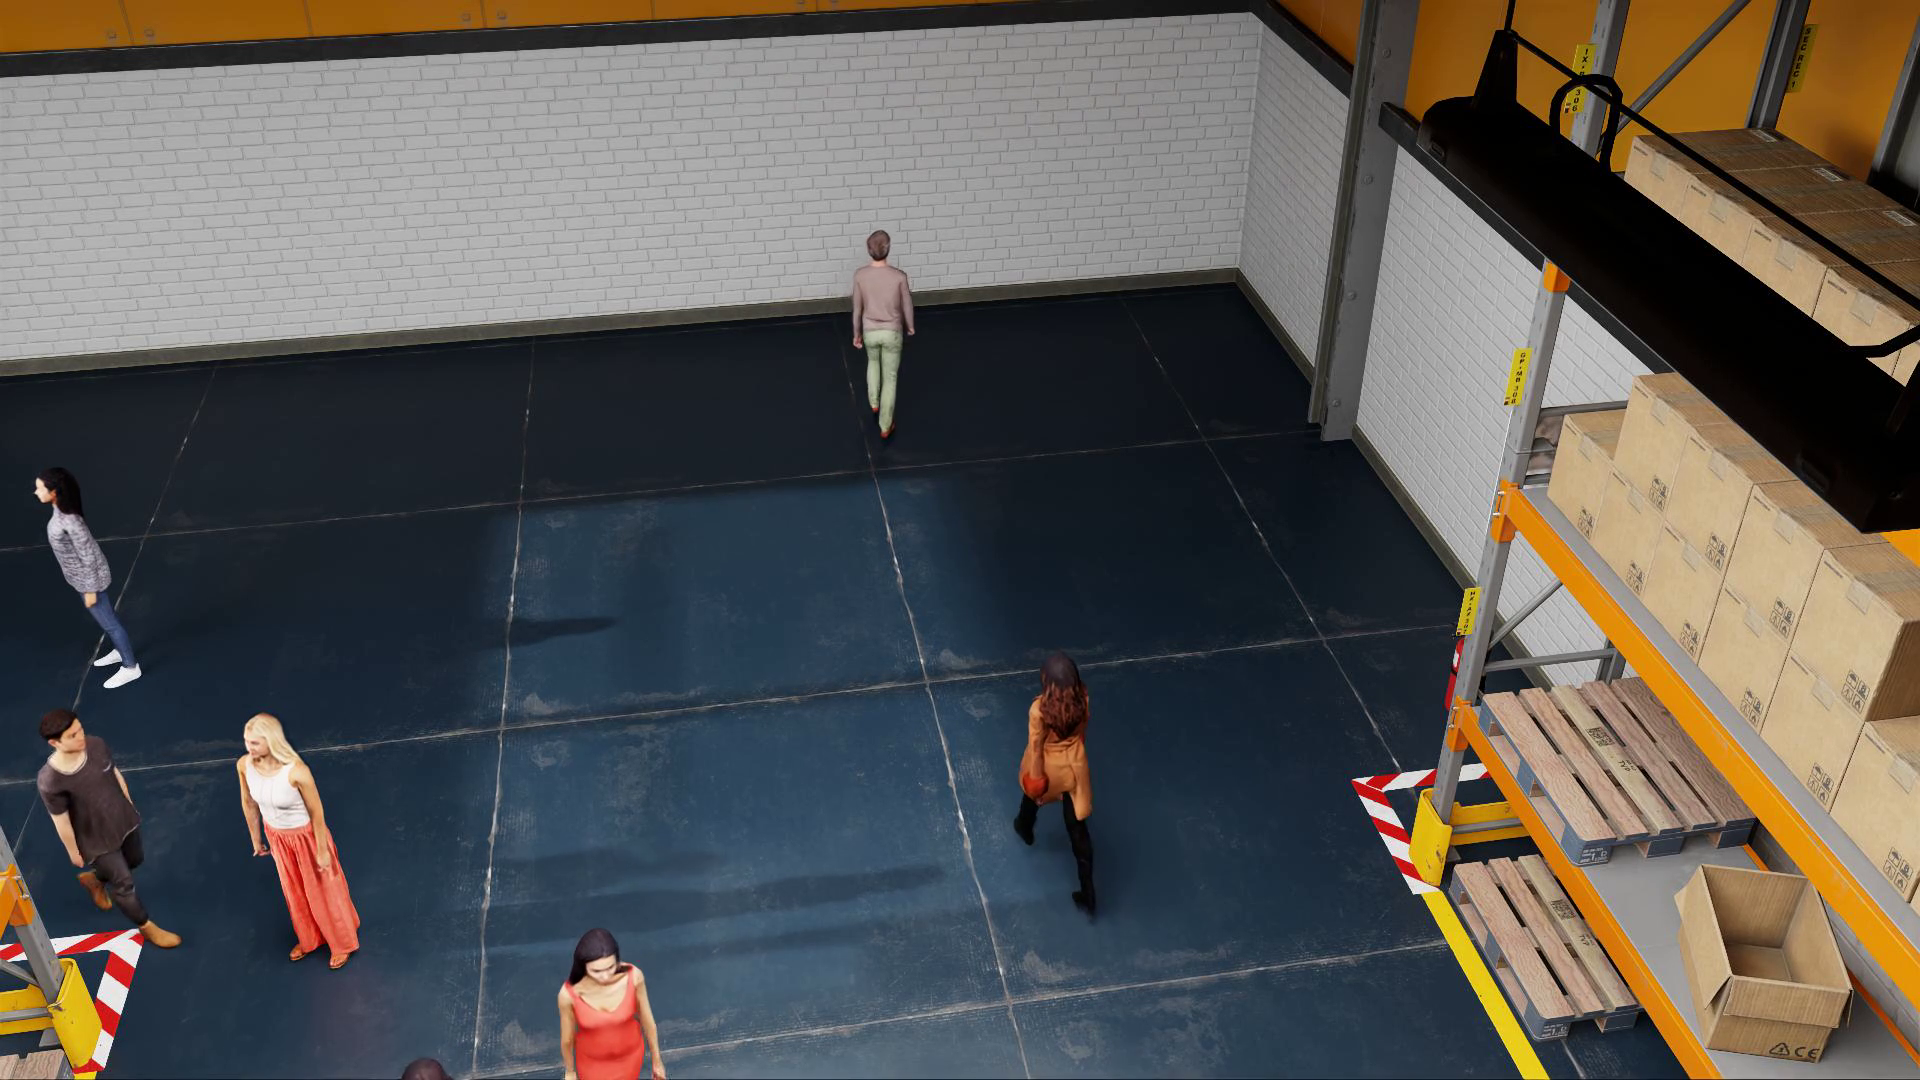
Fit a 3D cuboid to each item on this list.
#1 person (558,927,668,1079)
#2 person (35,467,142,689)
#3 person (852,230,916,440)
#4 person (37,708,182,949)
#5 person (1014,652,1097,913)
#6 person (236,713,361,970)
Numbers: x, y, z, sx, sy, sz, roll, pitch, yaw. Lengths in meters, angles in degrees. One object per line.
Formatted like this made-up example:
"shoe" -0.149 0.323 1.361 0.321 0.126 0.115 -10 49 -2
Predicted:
"person" -1.753 2.503 8.253 0.724 1.701 0.801 -17 37 -24
"person" -6.097 0.236 11.635 0.744 1.732 0.600 -20 38 -27
"person" -0.686 -1.734 14.498 0.860 1.844 1.027 6 34 9
"person" -4.987 1.628 9.571 0.957 1.699 1.031 10 35 14
"person" 0.631 1.444 9.872 0.838 1.672 1.233 -13 36 -19
"person" -3.737 1.690 9.384 0.720 1.802 0.721 8 35 12
